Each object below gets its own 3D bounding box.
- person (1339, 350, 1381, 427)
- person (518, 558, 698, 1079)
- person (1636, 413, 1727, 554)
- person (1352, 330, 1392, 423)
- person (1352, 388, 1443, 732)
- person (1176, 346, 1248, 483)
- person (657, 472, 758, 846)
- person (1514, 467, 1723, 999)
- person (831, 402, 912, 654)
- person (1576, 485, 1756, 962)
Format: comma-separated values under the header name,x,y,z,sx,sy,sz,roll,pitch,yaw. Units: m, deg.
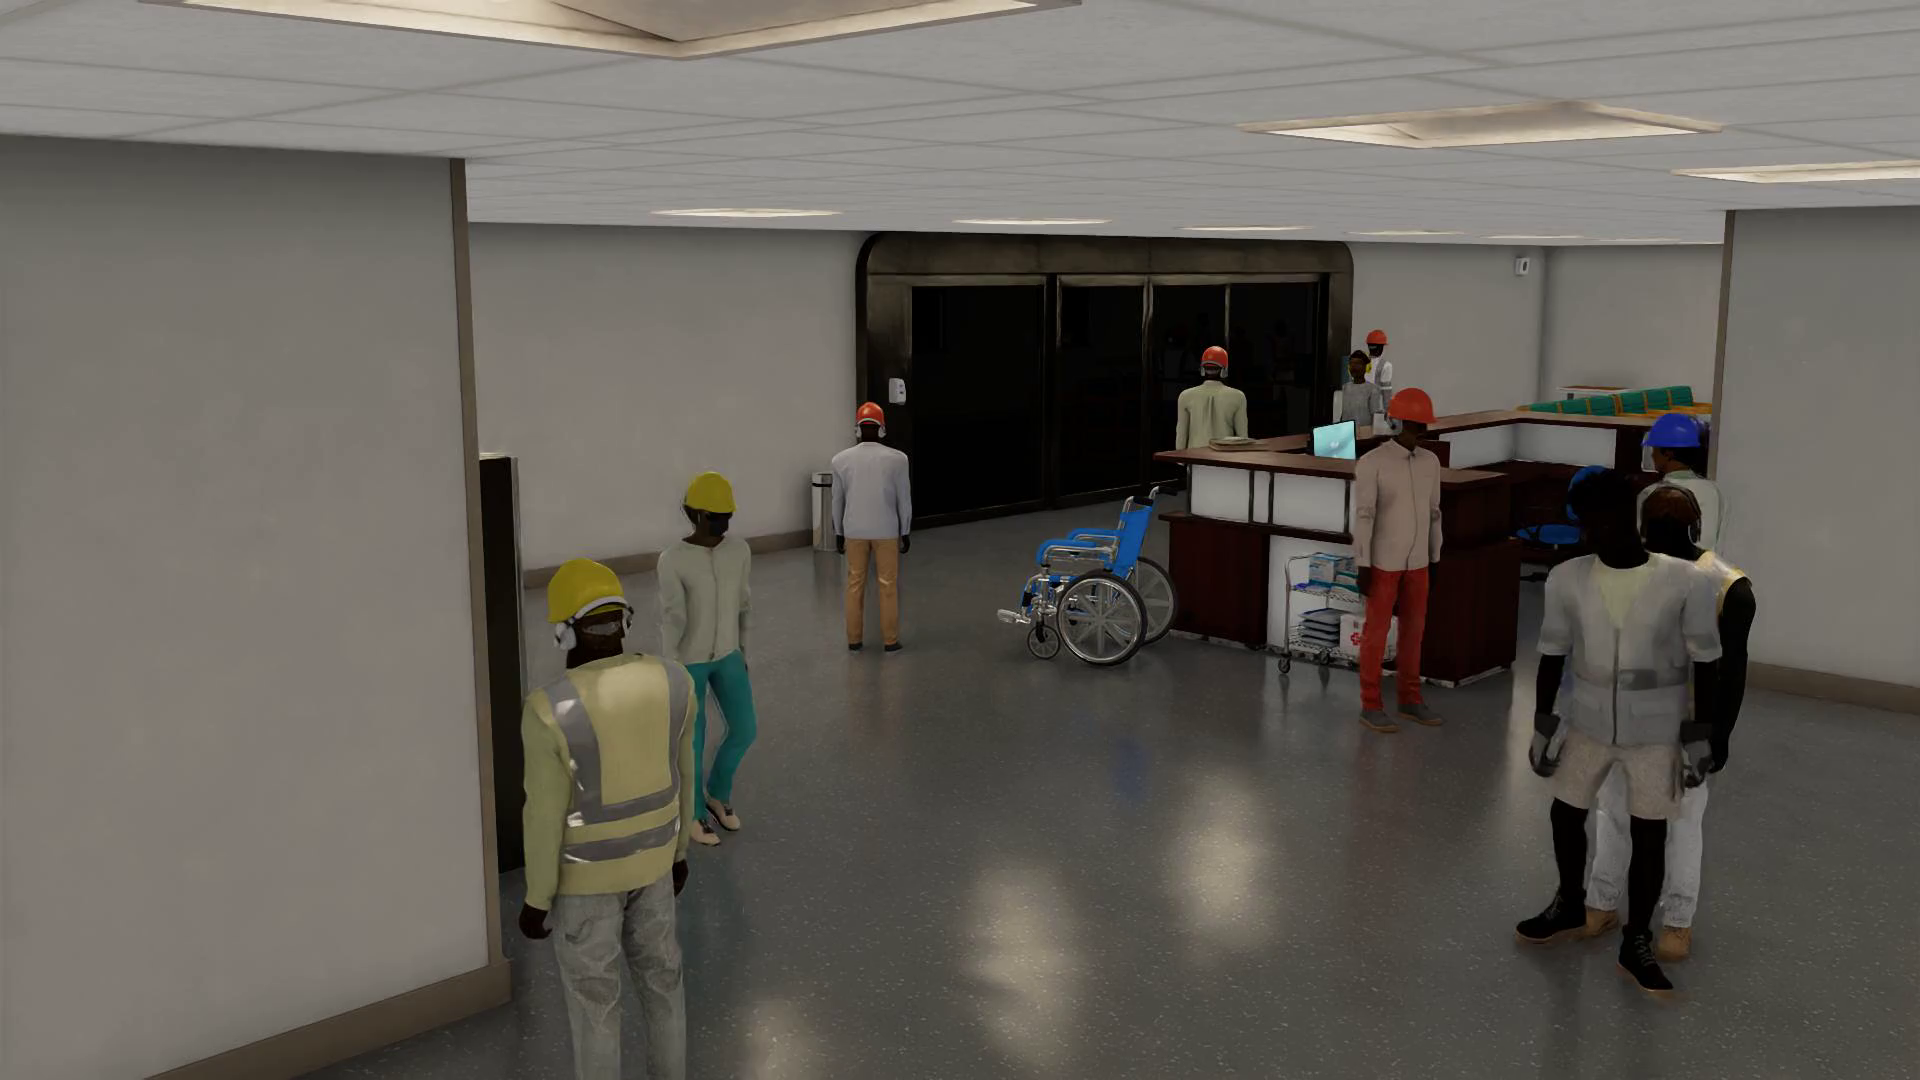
name,x,y,z,sx,sy,sz,roll,pitch,yaw
person,3.866,-0.921,16.265,0.319,1.876,0.532,-6,11,-31
person,-1.047,0.955,4.923,0.404,1.822,0.586,9,13,43
person,3.569,0.305,8.576,0.651,1.922,0.759,-5,10,-28
person,4.987,-1.572,20.110,0.392,1.929,0.546,-9,13,-43
person,2.538,0.115,9.583,0.621,1.985,0.407,-5,10,-26
person,2.179,-0.677,14.397,0.622,1.992,0.396,2,9,12
person,-1.157,0.552,7.633,0.537,1.749,0.398,-8,12,-39
person,2.449,0.684,6.237,0.751,1.940,0.482,7,11,36
person,-0.607,-0.082,11.519,0.564,1.743,0.352,1,9,9
person,2.695,0.698,6.456,0.624,1.840,0.429,8,12,41
